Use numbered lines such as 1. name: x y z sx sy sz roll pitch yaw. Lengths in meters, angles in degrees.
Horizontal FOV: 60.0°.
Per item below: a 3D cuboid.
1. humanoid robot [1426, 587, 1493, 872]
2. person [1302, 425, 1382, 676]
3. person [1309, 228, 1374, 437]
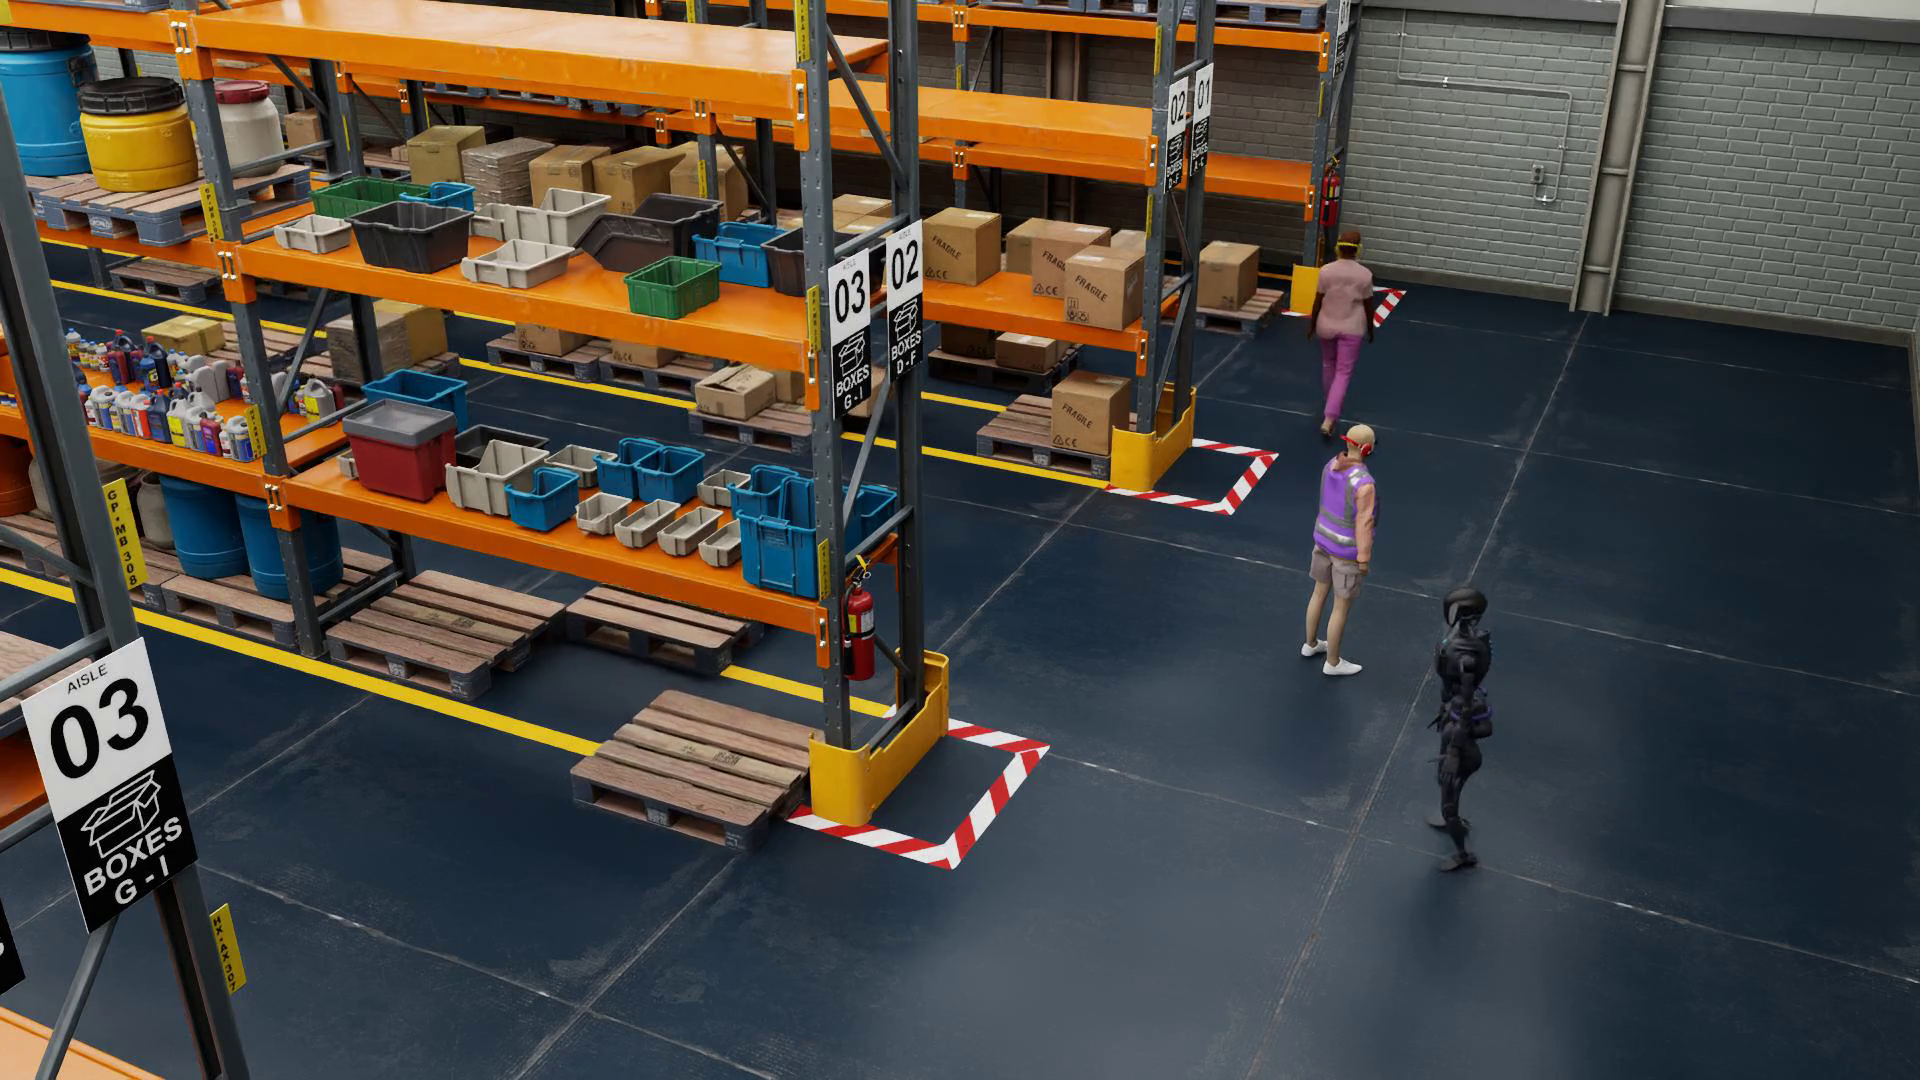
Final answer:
1. humanoid robot: 2.638 0.980 8.741 0.380 1.640 0.631 4 26 7
2. person: 2.434 0.060 10.585 0.349 1.688 0.489 -11 28 -21
3. person: 3.259 -1.797 14.248 0.523 1.760 0.916 13 29 25
